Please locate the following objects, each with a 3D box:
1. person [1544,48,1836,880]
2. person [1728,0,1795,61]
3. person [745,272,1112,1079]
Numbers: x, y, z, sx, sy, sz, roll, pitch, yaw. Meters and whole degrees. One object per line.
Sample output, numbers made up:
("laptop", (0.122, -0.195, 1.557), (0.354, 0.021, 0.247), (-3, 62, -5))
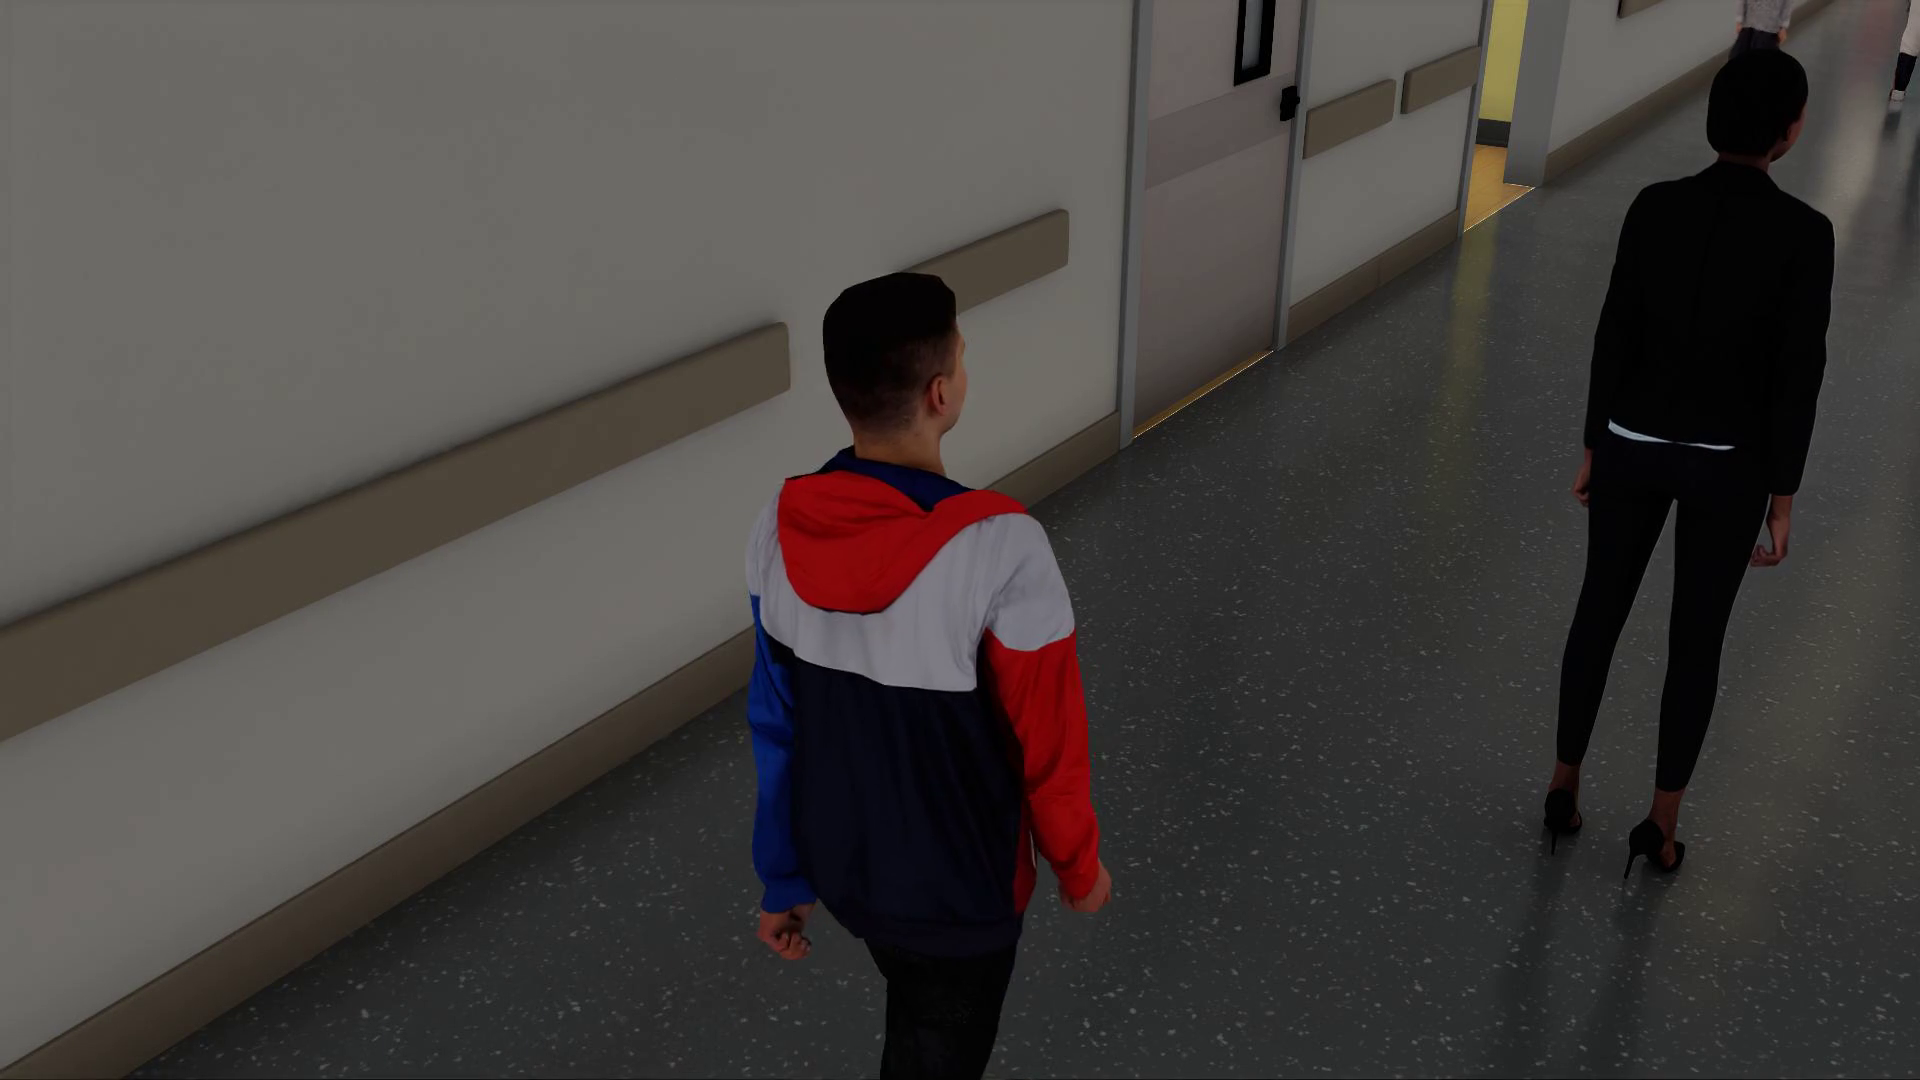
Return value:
("person", (1.527, -0.110, 3.550), (0.503, 1.834, 0.698), (22, 33, 37))
("person", (5.370, -3.438, 11.097), (0.472, 1.266, 0.563), (16, 30, 29))
("person", (-0.115, 0.525, 2.360), (1.062, 1.725, 0.695), (17, 30, 31))
